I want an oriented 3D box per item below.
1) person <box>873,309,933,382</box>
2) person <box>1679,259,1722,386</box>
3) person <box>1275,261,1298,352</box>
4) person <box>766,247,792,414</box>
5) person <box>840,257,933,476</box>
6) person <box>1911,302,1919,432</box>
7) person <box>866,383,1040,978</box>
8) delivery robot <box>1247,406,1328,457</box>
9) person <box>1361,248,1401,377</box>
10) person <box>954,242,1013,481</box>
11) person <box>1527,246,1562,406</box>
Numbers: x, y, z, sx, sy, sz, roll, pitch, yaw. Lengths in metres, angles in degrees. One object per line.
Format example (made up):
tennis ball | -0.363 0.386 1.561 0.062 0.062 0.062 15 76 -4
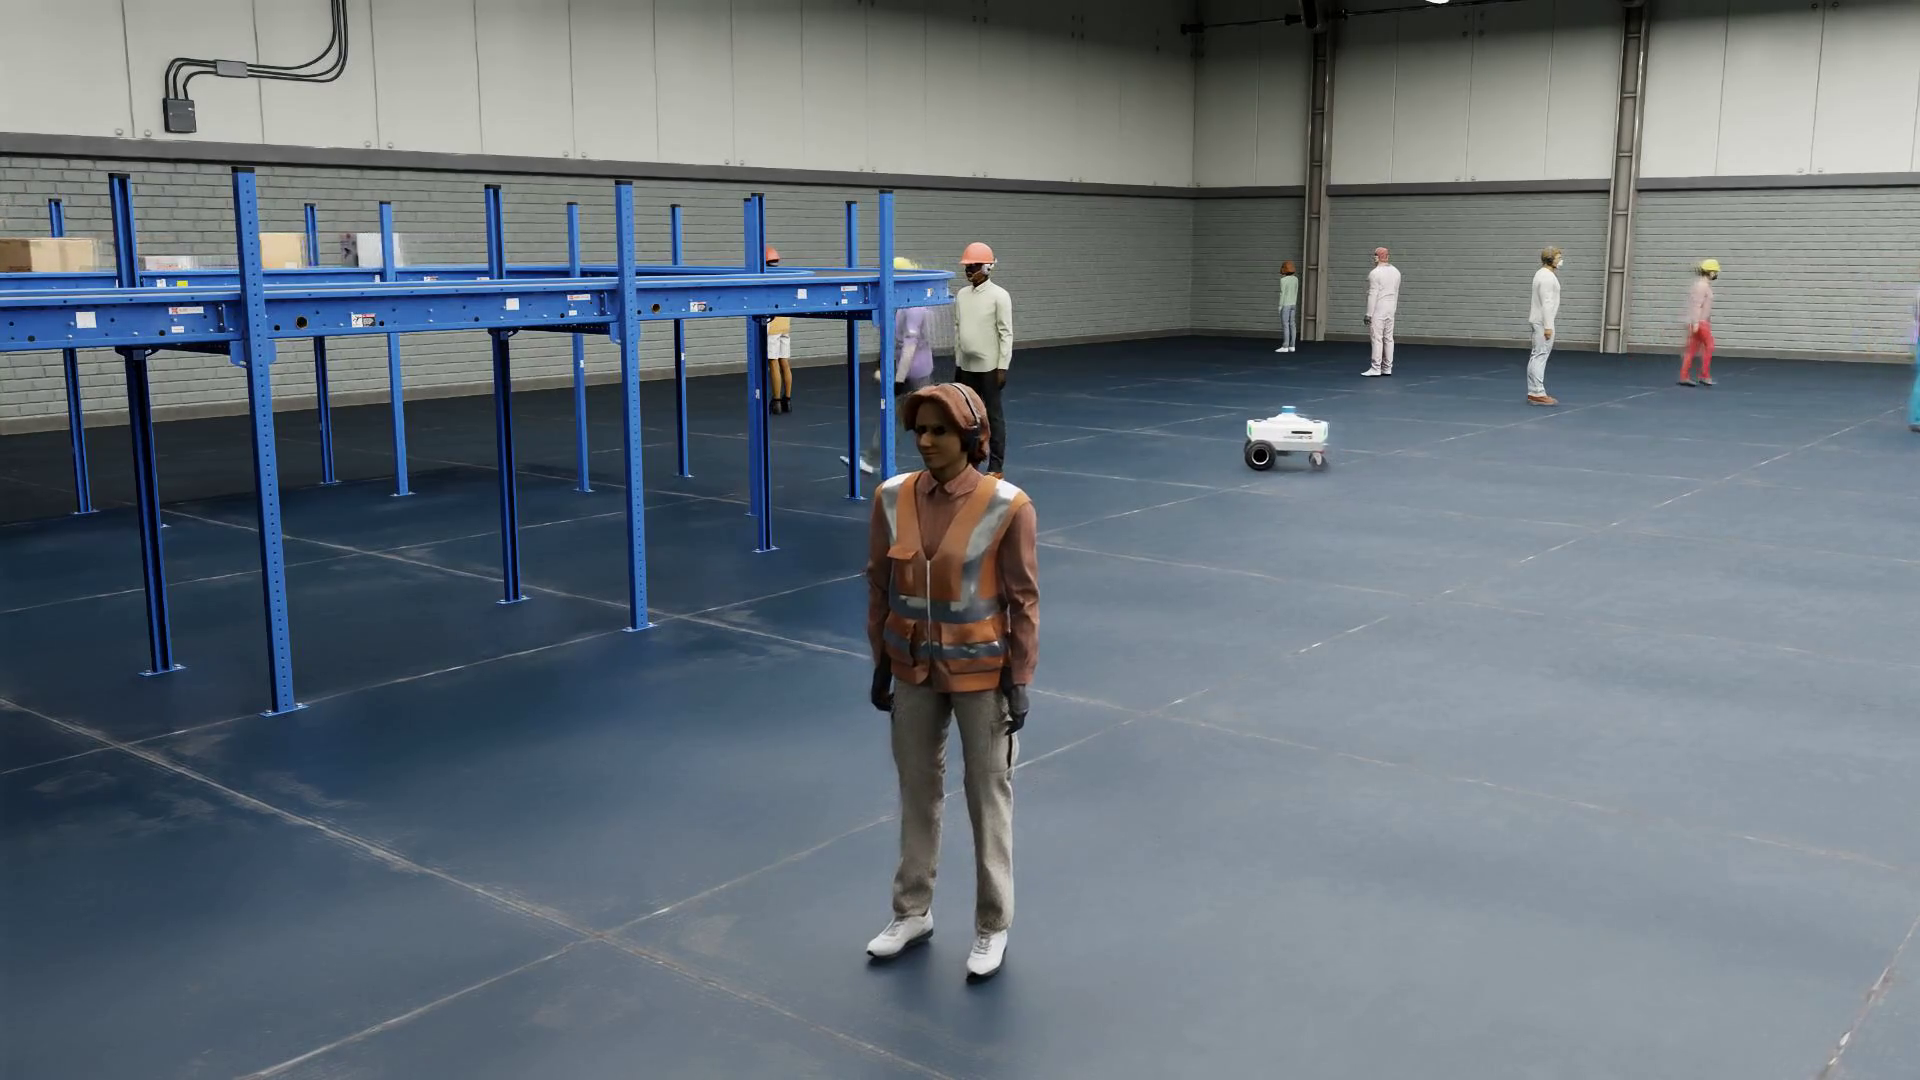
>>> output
person | -0.846 -3.034 23.474 0.861 1.657 0.539 -5 11 -26
person | 10.321 -2.992 22.972 0.680 1.739 0.545 6 12 31
person | 5.920 -4.218 30.098 0.497 1.633 0.284 -10 14 -43
person | -2.192 -2.449 19.482 0.385 1.927 0.545 5 12 28
person | -0.488 -1.433 14.023 1.018 1.861 0.605 -2 10 -12
person | 10.293 -2.015 17.347 0.606 1.821 0.667 -4 11 -22
person | -0.024 0.382 4.590 0.515 1.640 0.315 5 12 27
delivery robot | 2.921 -0.951 14.846 0.707 0.478 0.477 2 10 9
person | 6.239 -3.385 24.747 0.638 1.902 0.406 -8 13 -38
person | 0.166 -1.446 13.732 0.392 1.995 0.612 -9 14 -42
person | 7.223 -2.647 20.547 0.370 1.941 0.627 2 10 11
